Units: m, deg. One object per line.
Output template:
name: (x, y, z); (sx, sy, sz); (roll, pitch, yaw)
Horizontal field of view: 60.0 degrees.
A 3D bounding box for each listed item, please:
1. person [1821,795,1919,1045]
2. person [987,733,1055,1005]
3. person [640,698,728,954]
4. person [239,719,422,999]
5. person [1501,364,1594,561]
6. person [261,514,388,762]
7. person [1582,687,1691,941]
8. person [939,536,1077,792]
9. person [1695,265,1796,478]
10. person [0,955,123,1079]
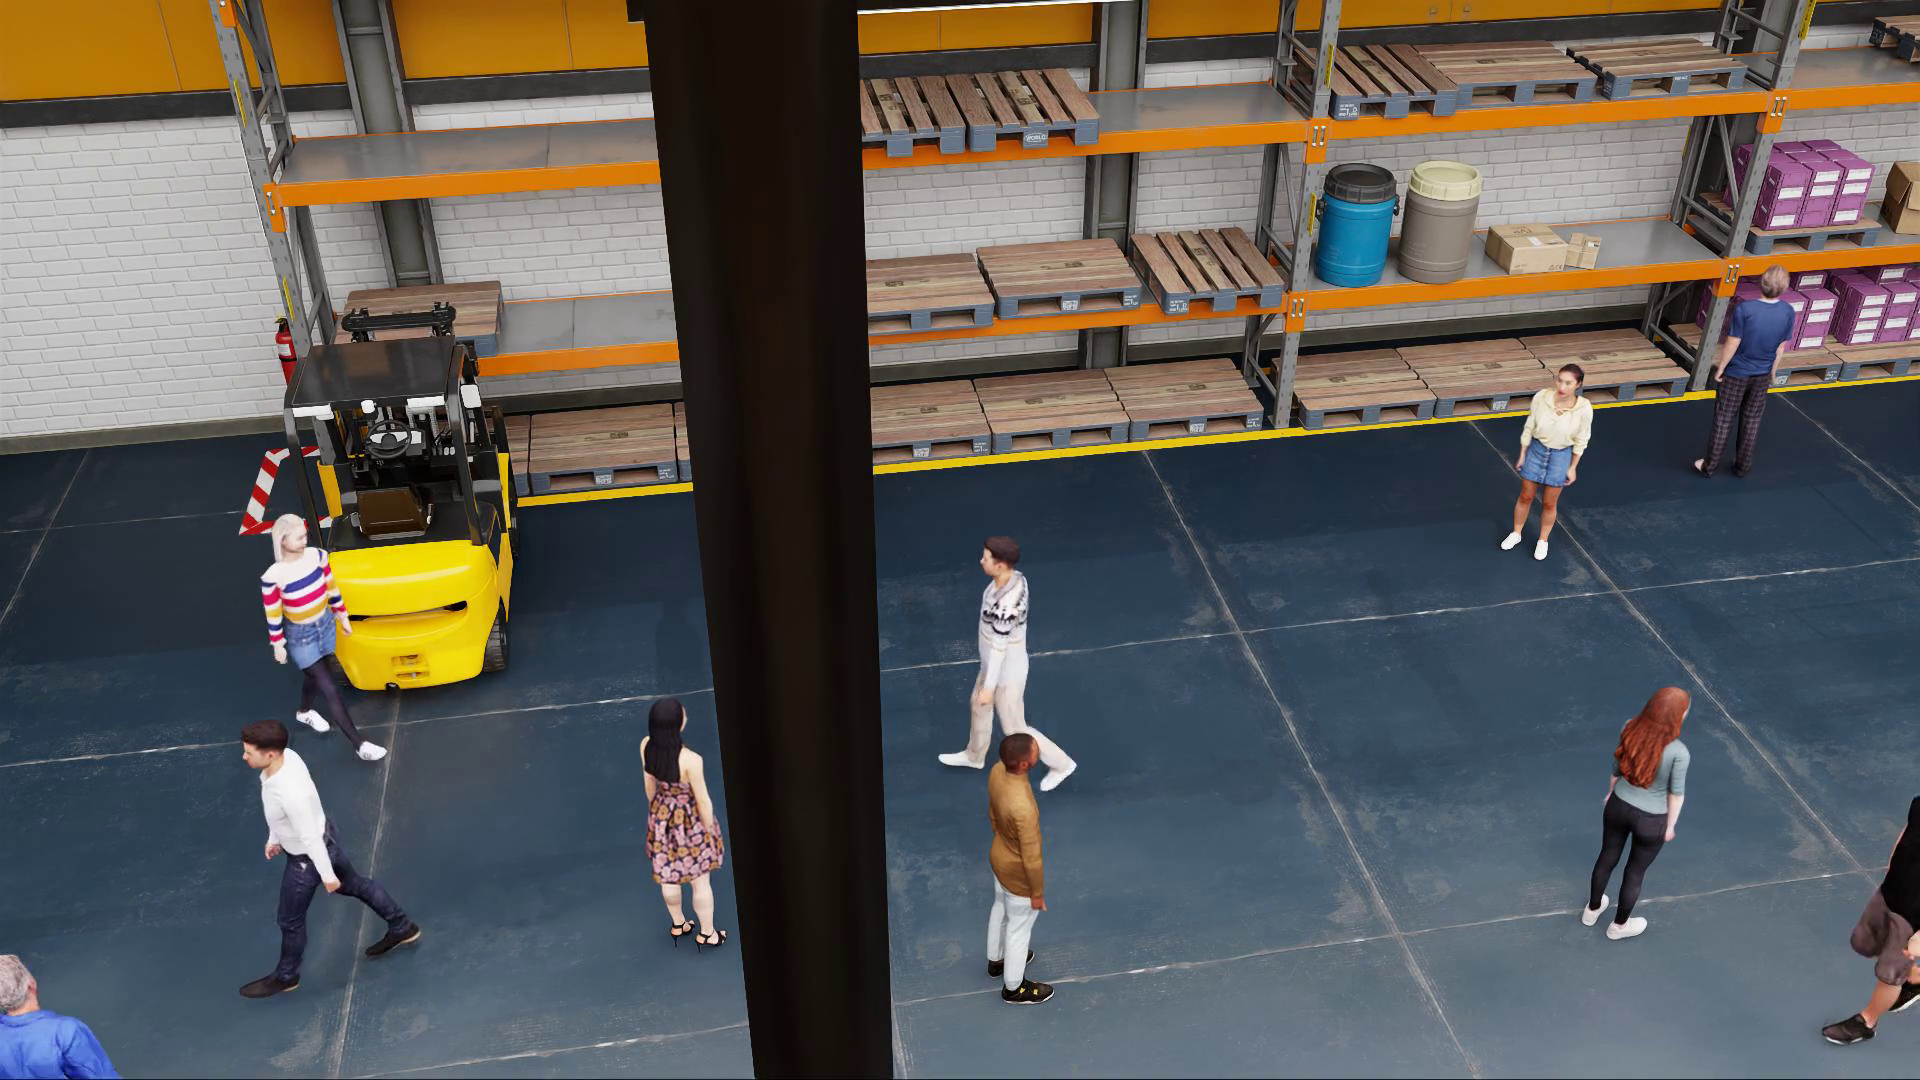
person: (5.055, 1.915, 8.674); (0.904, 1.843, 0.732); (-3, 34, -4)
person: (0.299, 1.750, 8.945); (0.611, 1.816, 0.687); (-12, 36, -18)
person: (-1.541, 1.587, 9.230); (0.795, 1.773, 0.865); (17, 37, 23)
person: (-3.435, 1.669, 9.061); (1.256, 1.823, 0.778); (-13, 36, -18)
person: (4.492, -0.616, 12.672); (0.710, 1.631, 0.780); (20, 38, 27)
person: (-4.237, 0.601, 10.730); (1.217, 1.755, 1.108); (18, 37, 24)
person: (3.804, 1.535, 9.336); (0.678, 1.742, 0.665); (-22, 40, -30)
person: (0.366, 0.797, 10.345); (1.197, 1.854, 0.862); (1, 34, 2)
person: (6.438, -1.369, 13.589); (0.573, 1.871, 0.772); (2, 34, 3)
person: (-4.098, 2.647, 7.599); (0.810, 1.812, 0.922); (4, 34, 7)
